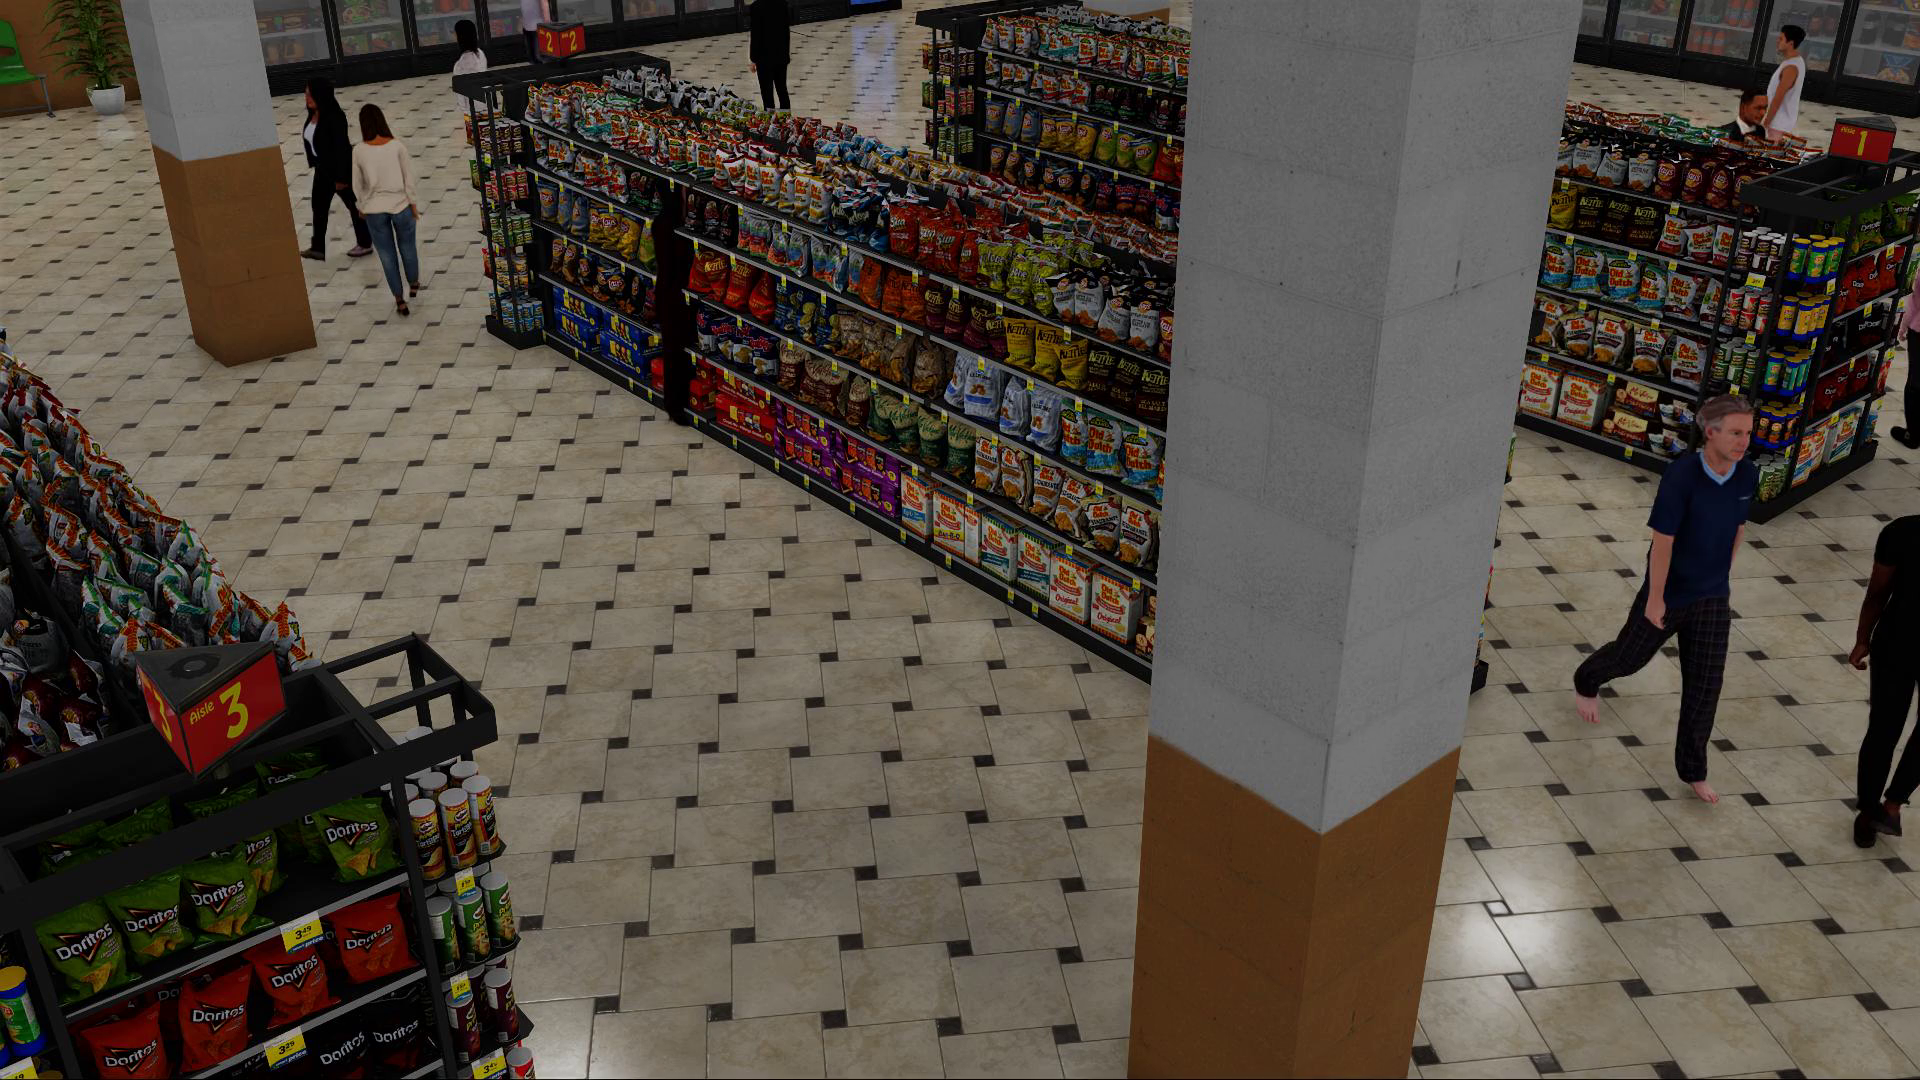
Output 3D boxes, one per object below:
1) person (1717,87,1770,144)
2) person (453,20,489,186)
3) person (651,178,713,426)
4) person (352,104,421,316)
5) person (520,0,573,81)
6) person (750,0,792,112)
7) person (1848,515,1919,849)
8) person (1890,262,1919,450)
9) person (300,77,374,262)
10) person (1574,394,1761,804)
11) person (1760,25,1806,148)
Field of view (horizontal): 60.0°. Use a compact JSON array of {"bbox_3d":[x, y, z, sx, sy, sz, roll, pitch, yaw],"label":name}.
[{"bbox_3d":[5.861,-2.588,12.959,1.032,1.885,1.382,-10,29,-19],"label":"person"},{"bbox_3d":[-4.904,-4.435,16.878,0.767,1.636,0.696,1,27,2],"label":"person"},{"bbox_3d":[-1.868,-1.656,11.264,0.747,1.757,0.755,14,30,25],"label":"person"},{"bbox_3d":[-4.544,-2.593,13.214,0.844,1.664,0.992,-7,28,-14],"label":"person"},{"bbox_3d":[-5.126,-6.350,20.451,0.738,1.820,0.741,-22,34,-36],"label":"person"},{"bbox_3d":[-2.089,-5.366,18.429,0.699,1.894,0.618,-24,36,-39],"label":"person"},{"bbox_3d":[3.962,0.534,6.883,0.703,1.813,0.816,18,32,31],"label":"person"},{"bbox_3d":[6.383,-1.360,10.771,0.747,1.674,0.792,-1,27,-1],"label":"person"},{"bbox_3d":[-5.408,-3.255,14.597,0.931,1.594,0.865,18,32,31],"label":"person"},{"bbox_3d":[3.195,0.202,7.517,1.059,1.832,1.273,-4,27,-8],"label":"person"},{"bbox_3d":[7.828,-3.931,15.749,1.095,1.758,0.880,14,30,26],"label":"person"}]
